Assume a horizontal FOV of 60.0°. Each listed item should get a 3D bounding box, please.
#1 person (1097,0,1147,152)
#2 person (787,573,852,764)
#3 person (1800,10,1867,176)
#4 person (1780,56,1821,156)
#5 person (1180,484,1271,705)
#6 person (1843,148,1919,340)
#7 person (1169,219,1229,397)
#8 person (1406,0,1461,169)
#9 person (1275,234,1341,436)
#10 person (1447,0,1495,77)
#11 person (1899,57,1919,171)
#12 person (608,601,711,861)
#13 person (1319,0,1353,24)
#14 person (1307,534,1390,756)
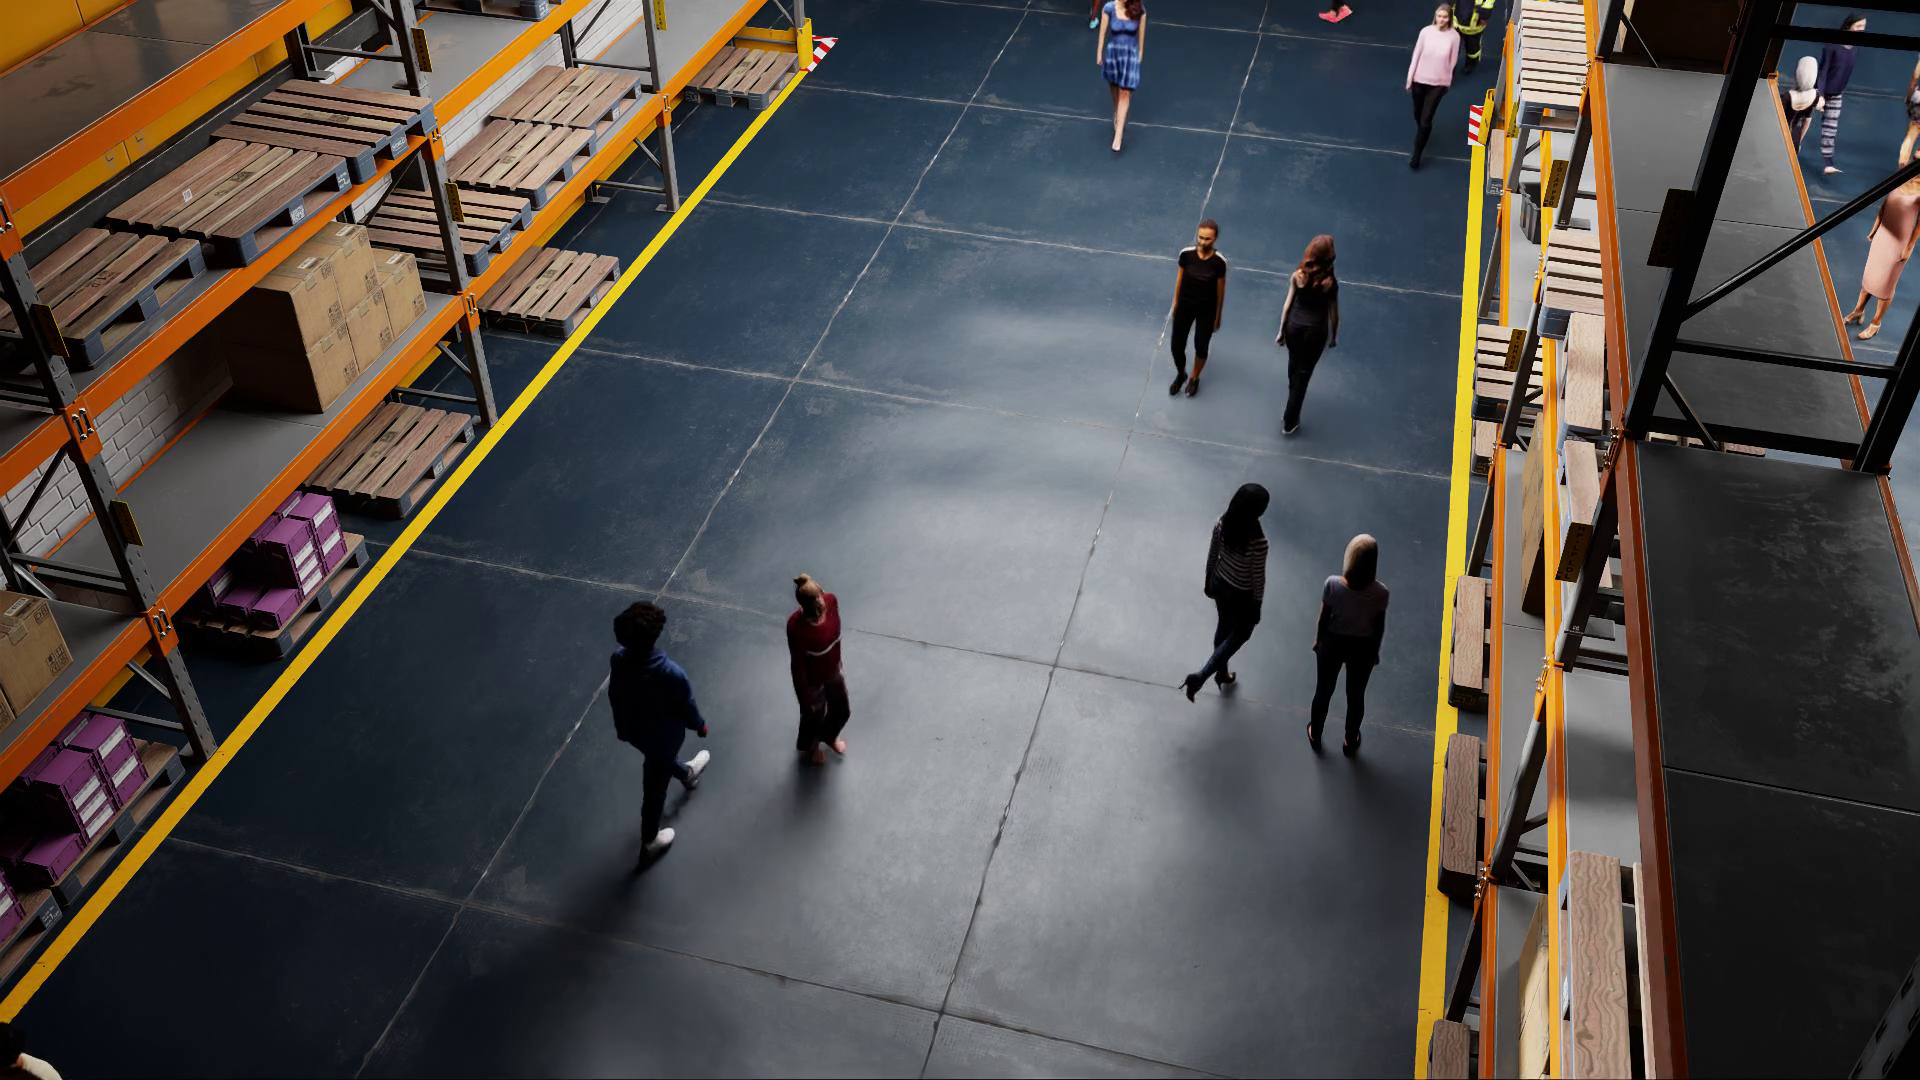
[{"bbox_3d":[1.737,-5.159,17.921,0.688,1.746,1.175,7,39,9],"label":"person"},{"bbox_3d":[-0.926,0.802,10.512,0.830,1.678,0.733,20,43,23],"label":"person"},{"bbox_3d":[9.009,-4.724,17.428,0.933,1.682,1.174,-6,39,-8],"label":"person"},{"bbox_3d":[8.000,-3.817,16.173,0.652,1.831,0.644,-8,39,-10],"label":"person"},{"bbox_3d":[1.748,0.418,10.912,0.881,1.779,0.990,29,47,32],"label":"person"},{"bbox_3d":[8.262,-2.638,14.696,0.734,1.831,0.632,-12,40,-14],"label":"person"},{"bbox_3d":[2.033,-1.992,14.028,0.658,1.655,0.641,17,42,20],"label":"person"},{"bbox_3d":[4.994,-4.878,17.644,0.745,1.653,1.147,16,41,19],"label":"person"},{"bbox_3d":[2.783,-1.629,13.523,0.741,1.720,0.985,17,42,20],"label":"person"},{"bbox_3d":[5.908,-6.180,19.168,1.035,1.787,1.291,26,45,29],"label":"person"},{"bbox_3d":[9.897,-4.450,17.061,0.792,1.711,0.871,29,47,32],"label":"person"},{"bbox_3d":[-1.884,1.187,9.954,0.881,1.772,1.172,20,43,23],"label":"person"},{"bbox_3d":[4.768,-7.174,20.497,0.828,1.681,0.799,30,48,32],"label":"person"},{"bbox_3d":[2.476,0.681,10.630,0.581,1.718,0.505,11,40,13],"label":"person"}]
